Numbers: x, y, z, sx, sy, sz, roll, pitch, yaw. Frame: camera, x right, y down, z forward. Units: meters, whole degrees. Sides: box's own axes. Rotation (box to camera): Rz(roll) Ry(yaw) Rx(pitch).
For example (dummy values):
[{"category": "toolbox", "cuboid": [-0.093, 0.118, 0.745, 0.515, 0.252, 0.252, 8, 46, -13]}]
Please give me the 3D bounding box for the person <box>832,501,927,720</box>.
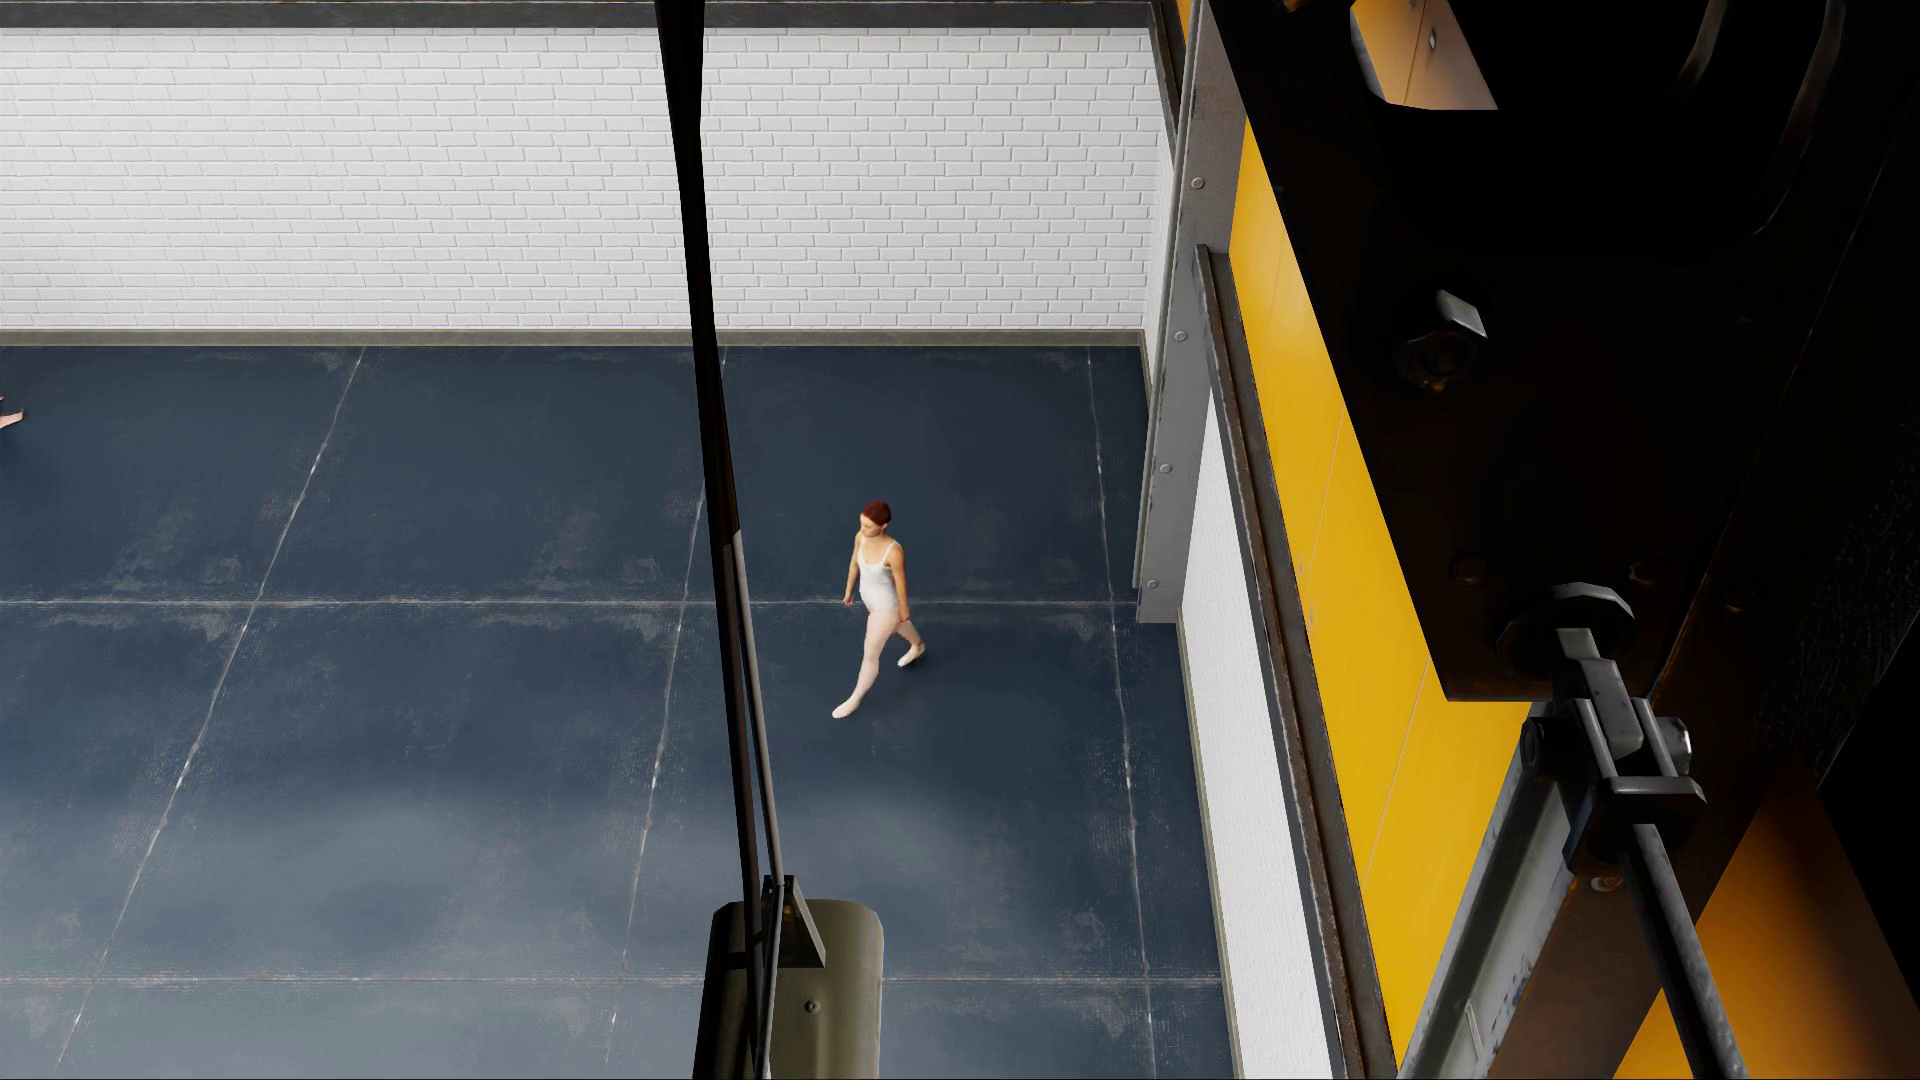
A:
[{"category": "person", "cuboid": [-0.443, 0.355, 10.585, 1.087, 1.593, 1.052, -32, 52, -29]}]
